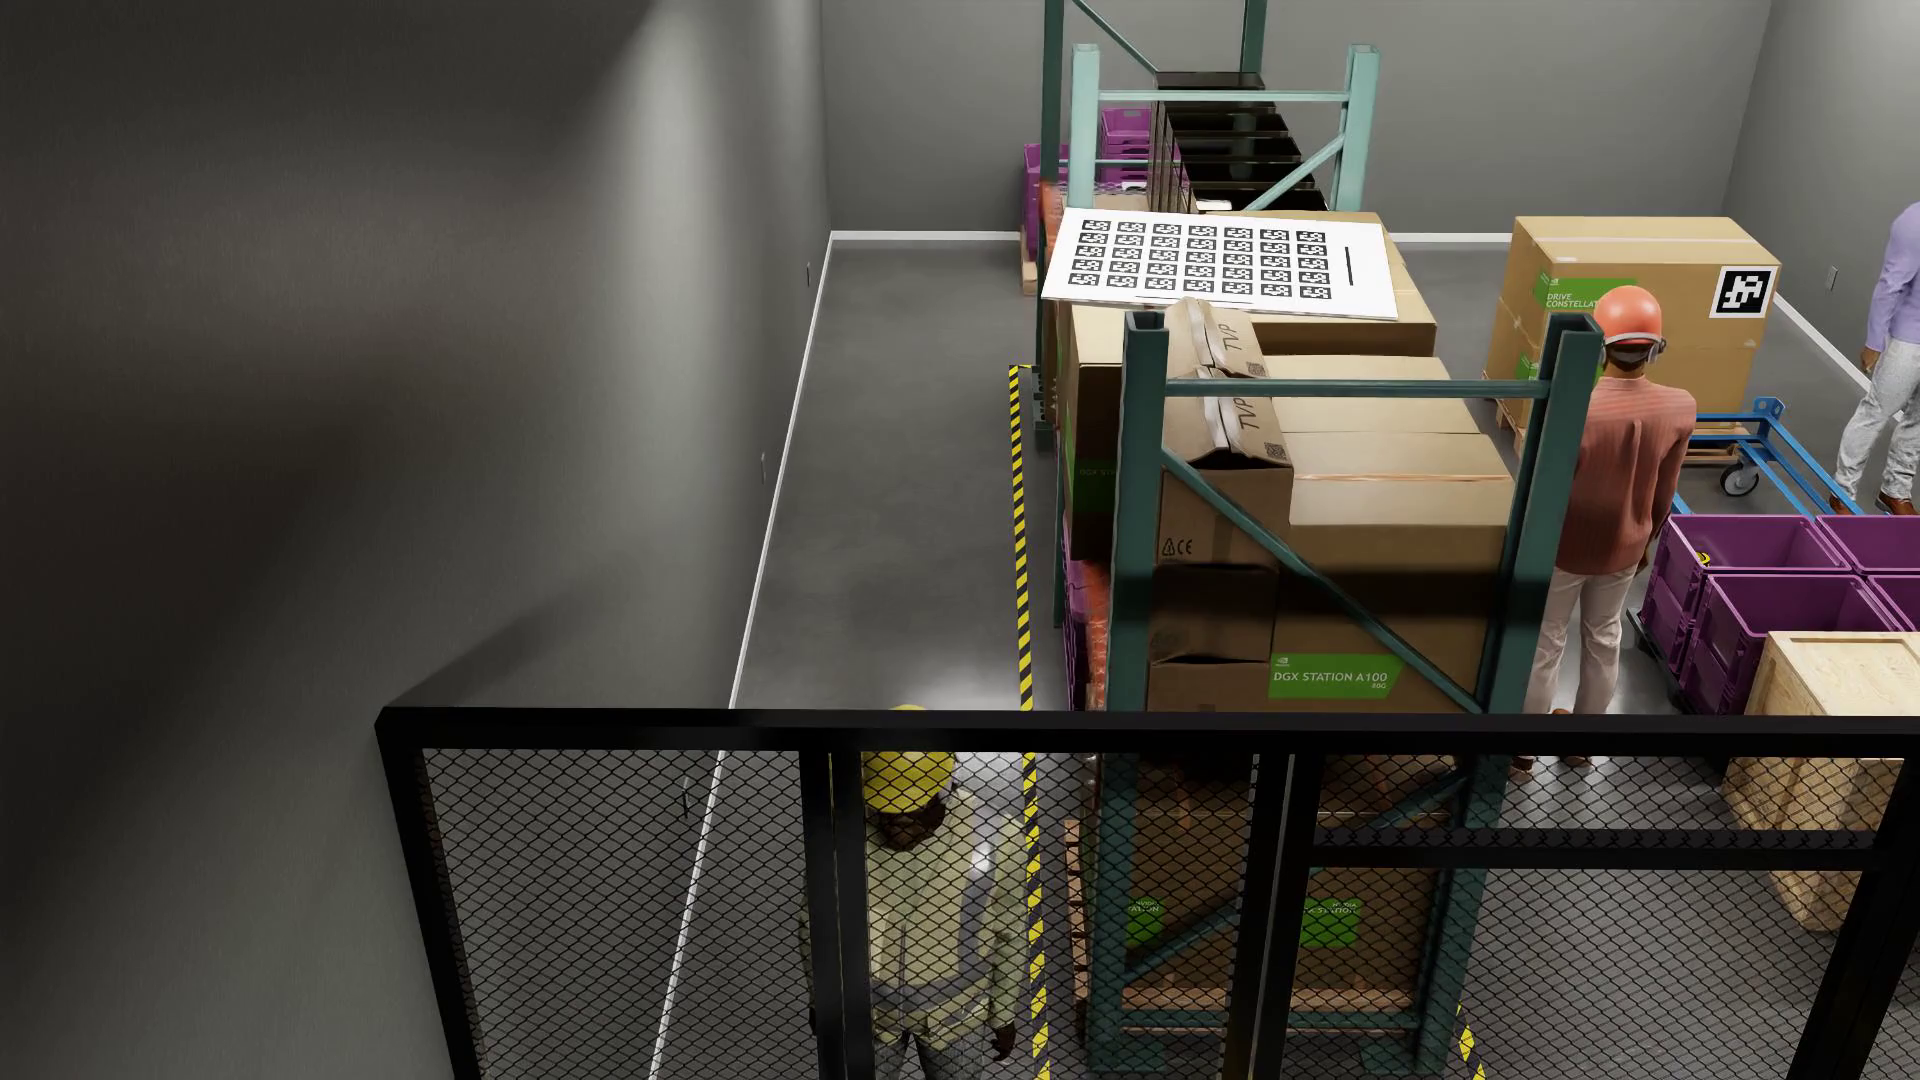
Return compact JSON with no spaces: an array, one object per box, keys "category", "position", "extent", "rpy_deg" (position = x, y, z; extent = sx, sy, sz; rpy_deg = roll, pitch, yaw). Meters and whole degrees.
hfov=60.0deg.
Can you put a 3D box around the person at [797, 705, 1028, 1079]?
[{"category":"person","position":[-0.127,1.187,4.345],"extent":[0.590,1.833,0.403],"rpy_deg":[3,31,4]}]

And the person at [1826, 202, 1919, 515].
[{"category":"person","position":[4.533,-0.938,7.773],"extent":[0.635,1.937,0.352],"rpy_deg":[-1,31,-2]}]

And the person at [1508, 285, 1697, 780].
[{"category":"person","position":[2.307,0.012,6.150],"extent":[0.611,1.987,0.383],"rpy_deg":[-7,32,-12]}]
